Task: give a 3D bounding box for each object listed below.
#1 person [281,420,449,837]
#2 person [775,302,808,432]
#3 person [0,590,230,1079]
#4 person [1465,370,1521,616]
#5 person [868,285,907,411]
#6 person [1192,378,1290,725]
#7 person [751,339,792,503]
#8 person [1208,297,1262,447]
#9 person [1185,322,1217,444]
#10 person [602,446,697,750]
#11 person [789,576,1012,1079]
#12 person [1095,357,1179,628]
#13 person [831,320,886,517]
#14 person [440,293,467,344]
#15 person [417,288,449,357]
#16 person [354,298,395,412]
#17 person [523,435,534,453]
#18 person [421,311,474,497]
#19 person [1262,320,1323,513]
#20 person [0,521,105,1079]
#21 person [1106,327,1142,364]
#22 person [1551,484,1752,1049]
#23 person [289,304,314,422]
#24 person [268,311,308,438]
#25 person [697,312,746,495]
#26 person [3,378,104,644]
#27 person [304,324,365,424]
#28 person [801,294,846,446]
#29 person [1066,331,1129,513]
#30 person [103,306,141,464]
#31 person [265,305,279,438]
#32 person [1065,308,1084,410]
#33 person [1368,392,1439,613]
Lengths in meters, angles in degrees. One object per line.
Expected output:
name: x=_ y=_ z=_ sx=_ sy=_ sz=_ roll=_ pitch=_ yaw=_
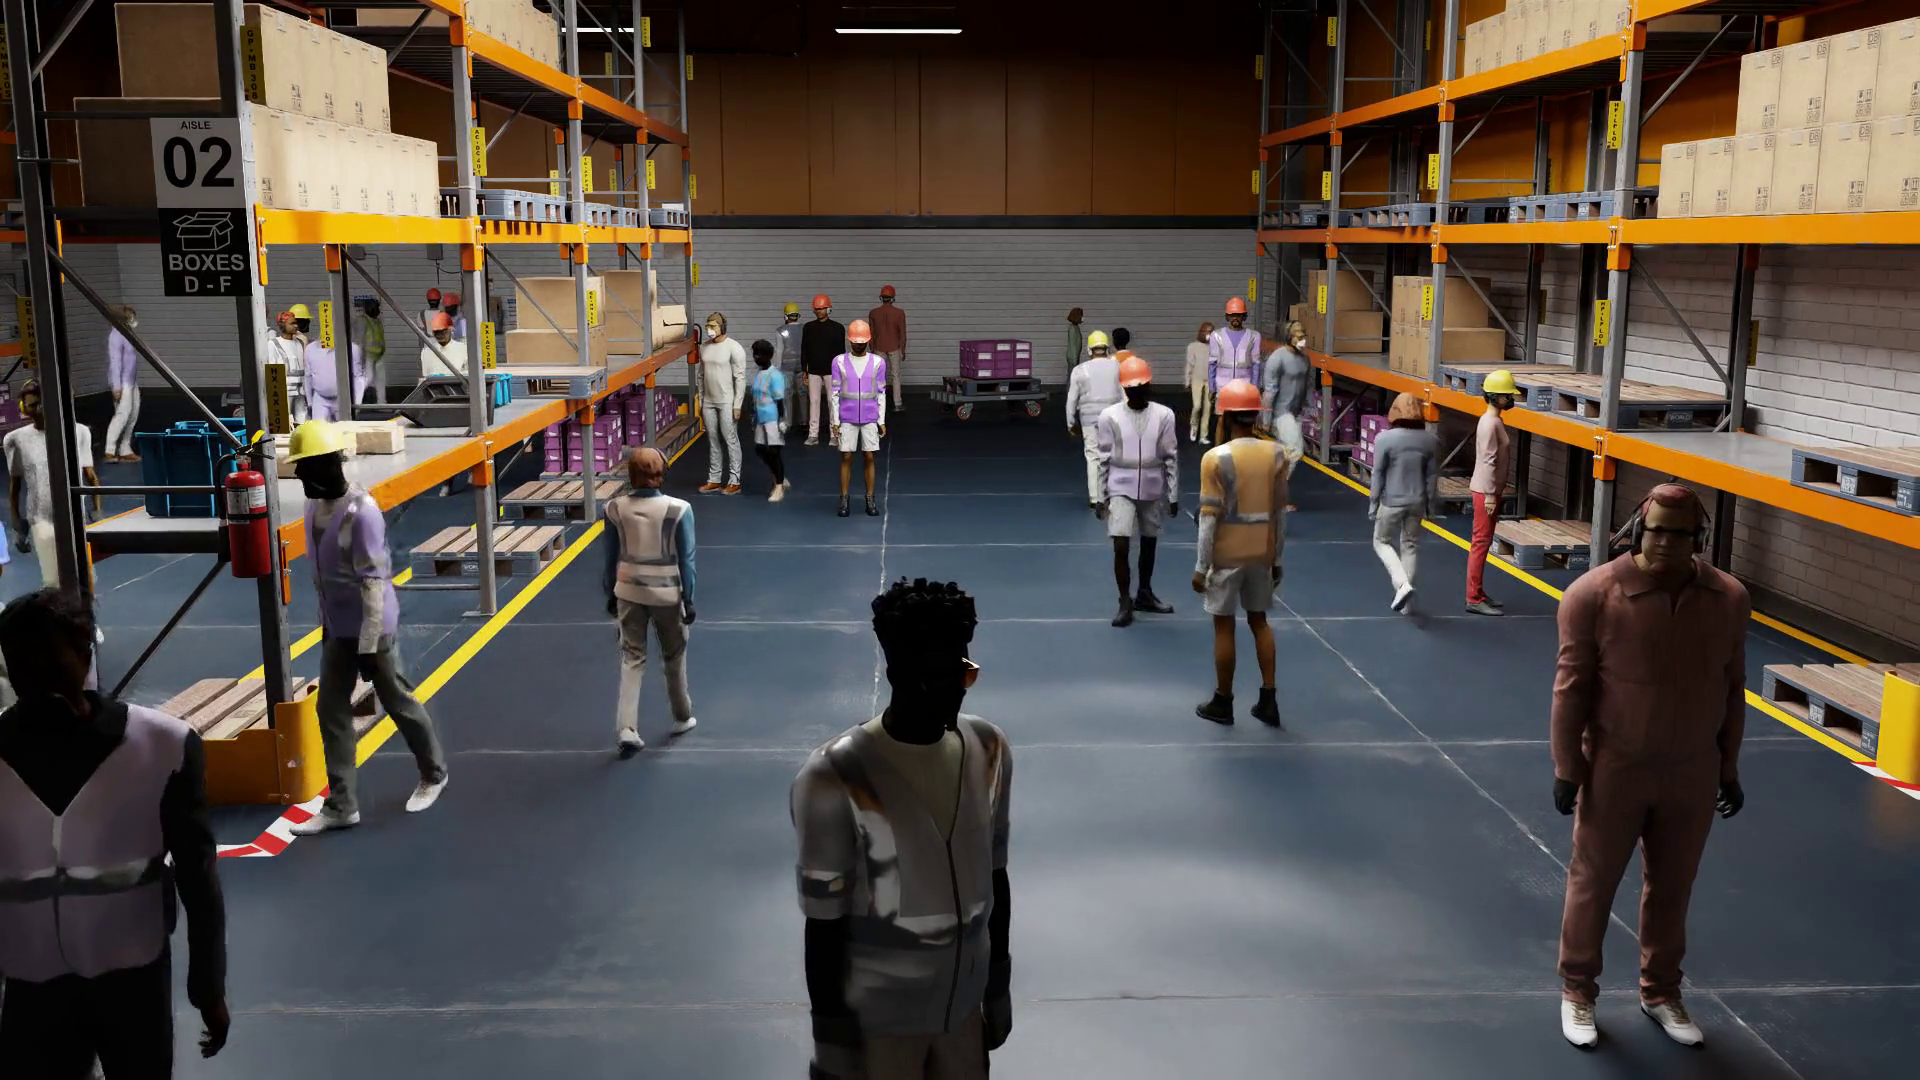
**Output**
person: x=-2.724 y=0.385 z=7.684 sx=0.717 sy=1.882 sz=0.804 roll=7 pitch=12 yaw=34
person: x=-2.369 y=-2.440 z=23.522 sx=0.592 sy=1.833 sz=0.404 roll=-7 pitch=13 yaw=-36
person: x=-2.039 y=1.058 z=3.876 sx=0.617 sy=1.881 sz=0.889 roll=-3 pitch=11 yaw=-18
person: x=3.852 y=-0.344 z=12.029 sx=0.317 sy=1.767 sz=0.535 roll=4 pitch=11 yaw=19
person: x=-1.144 y=-3.032 z=26.366 sx=0.612 sy=1.995 sz=0.392 roll=2 pitch=10 yaw=11
person: x=1.549 y=0.071 z=9.249 sx=0.555 sy=1.935 sz=0.375 roll=-4 pitch=11 yaw=-23
person: x=-1.936 y=-1.245 z=17.307 sx=0.392 sy=1.681 sz=0.593 roll=-7 pitch=12 yaw=-33
person: x=3.181 y=-1.790 z=19.313 sx=0.608 sy=2.044 sz=0.371 roll=1 pitch=10 yaw=8
person: x=3.244 y=-2.074 z=22.028 sx=0.510 sy=1.620 sz=0.342 roll=-2 pitch=10 yaw=-11
person: x=-1.646 y=0.305 z=8.836 sx=0.531 sy=1.616 sz=0.697 roll=2 pitch=10 yaw=9
person: x=-0.107 y=1.037 z=3.817 sx=0.599 sy=1.958 sz=0.372 roll=-8 pitch=13 yaw=-38
person: x=1.263 y=-0.352 z=11.761 sx=0.609 sy=1.900 sz=0.623 roll=-1 pitch=10 yaw=-5
person: x=-0.987 y=-1.185 z=16.266 sx=0.542 sy=1.929 sz=0.368 roll=-1 pitch=10 yaw=-8
person: x=-7.609 y=-2.742 z=24.953 sx=0.565 sy=1.913 sz=0.670 roll=9 pitch=13 yaw=40
person: x=-8.401 y=-3.063 z=26.700 sx=0.548 sy=1.938 sz=0.358 roll=-2 pitch=10 yaw=-11
person: x=-9.330 y=-2.896 z=26.129 sx=0.691 sy=1.815 sz=0.663 roll=3 pitch=10 yaw=14
person: x=-5.416 y=-2.035 z=21.266 sx=0.620 sy=1.836 sz=0.429 roll=-6 pitch=12 yaw=-32
person: x=-5.425 y=-1.477 z=17.818 sx=0.620 sy=1.955 sz=0.921 roll=0 pitch=10 yaw=-1
person: x=3.282 y=-1.212 z=16.431 sx=0.488 sy=1.920 sz=0.621 roll=8 pitch=13 yaw=38
person: x=-2.801 y=0.851 z=4.860 sx=0.380 sy=1.950 sz=0.605 roll=10 pitch=14 yaw=43
person: x=1.995 y=-1.734 z=20.073 sx=0.537 sy=1.658 sz=0.868 roll=-4 pitch=11 yaw=-22
person: x=2.294 y=0.755 z=5.523 sx=0.651 sy=1.904 sz=0.403 roll=0 pitch=10 yaw=-1
person: x=-8.034 y=-1.916 z=20.335 sx=0.366 sy=1.927 sz=0.591 roll=-9 pitch=14 yaw=-42
person: x=-7.705 y=-1.683 z=19.161 sx=0.351 sy=1.884 sz=0.582 roll=3 pitch=11 yaw=18
person: x=-2.553 y=-1.448 z=17.701 sx=0.633 sy=1.939 sz=0.368 roll=7 pitch=12 yaw=34
person: x=-5.787 y=-0.133 z=10.668 sx=0.545 sy=1.838 sz=0.620 roll=-7 pitch=12 yaw=-33
person: x=-6.878 y=-1.521 z=18.294 sx=0.664 sy=1.871 sz=0.747 roll=-1 pitch=10 yaw=-8
person: x=-1.808 y=-2.232 z=21.909 sx=0.611 sy=1.995 sz=0.380 roll=2 pitch=10 yaw=13
person: x=1.391 y=-1.202 z=16.758 sx=0.638 sy=1.781 sz=0.907 roll=-1 pitch=10 yaw=-4
person: x=-10.220 y=-1.877 z=20.232 sx=0.483 sy=1.905 sz=0.746 roll=-2 pitch=10 yaw=-12
person: x=-9.005 y=-2.104 z=21.503 sx=0.576 sy=1.885 sz=0.355 roll=8 pitch=13 yaw=37
person: x=1.838 y=-2.904 z=26.662 sx=0.269 sy=1.631 sz=0.507 roll=2 pitch=10 yaw=12
person: x=3.188 y=-0.251 z=11.916 sx=0.516 sy=1.617 sz=0.421 roll=-2 pitch=10 yaw=-10
